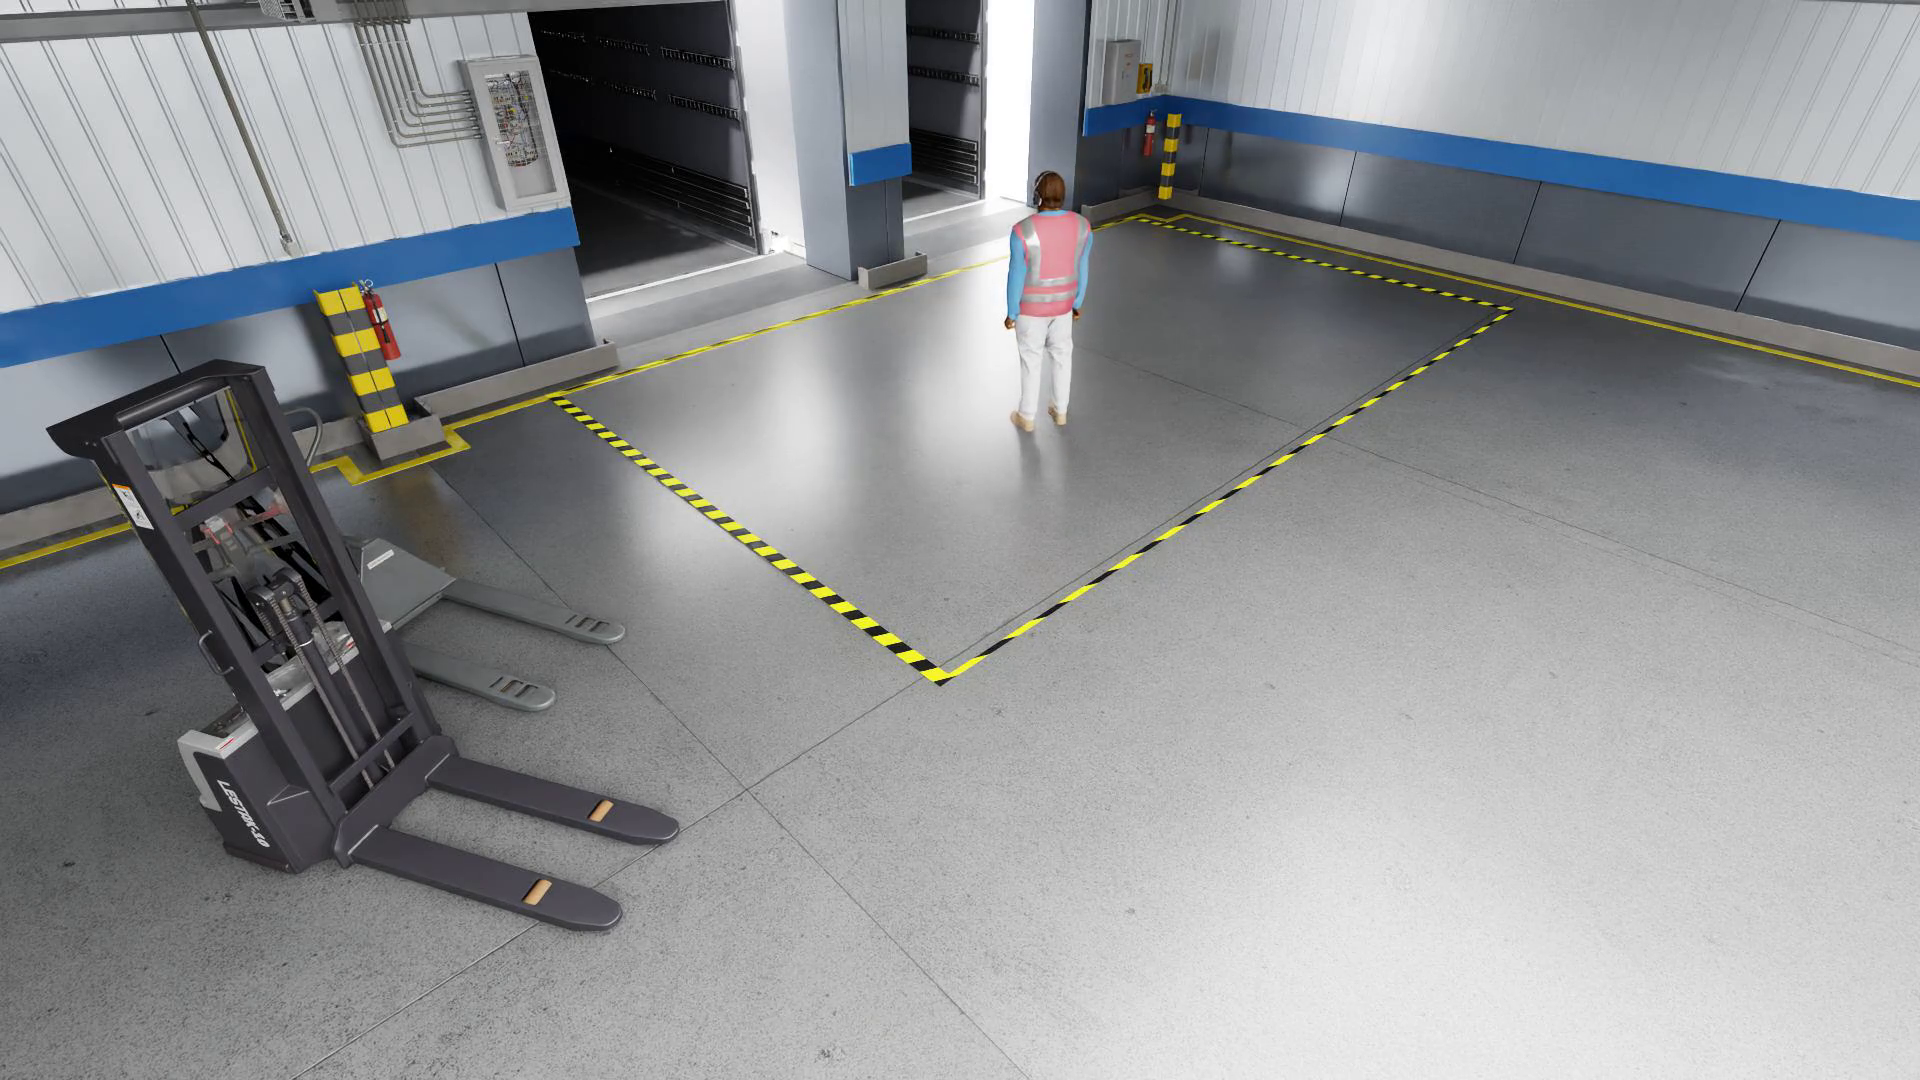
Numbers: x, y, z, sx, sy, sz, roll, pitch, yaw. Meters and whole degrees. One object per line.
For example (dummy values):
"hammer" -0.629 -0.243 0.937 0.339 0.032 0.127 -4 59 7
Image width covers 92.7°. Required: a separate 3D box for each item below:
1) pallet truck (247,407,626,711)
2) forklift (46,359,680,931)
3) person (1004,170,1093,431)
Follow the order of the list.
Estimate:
"pallet truck" -2.628 0.038 4.590 1.601 1.201 0.680 12 36 18
"forklift" -2.135 0.422 3.354 1.885 1.965 0.823 10 35 14
"person" 0.600 -1.673 6.572 0.633 1.839 0.429 -13 36 -18
